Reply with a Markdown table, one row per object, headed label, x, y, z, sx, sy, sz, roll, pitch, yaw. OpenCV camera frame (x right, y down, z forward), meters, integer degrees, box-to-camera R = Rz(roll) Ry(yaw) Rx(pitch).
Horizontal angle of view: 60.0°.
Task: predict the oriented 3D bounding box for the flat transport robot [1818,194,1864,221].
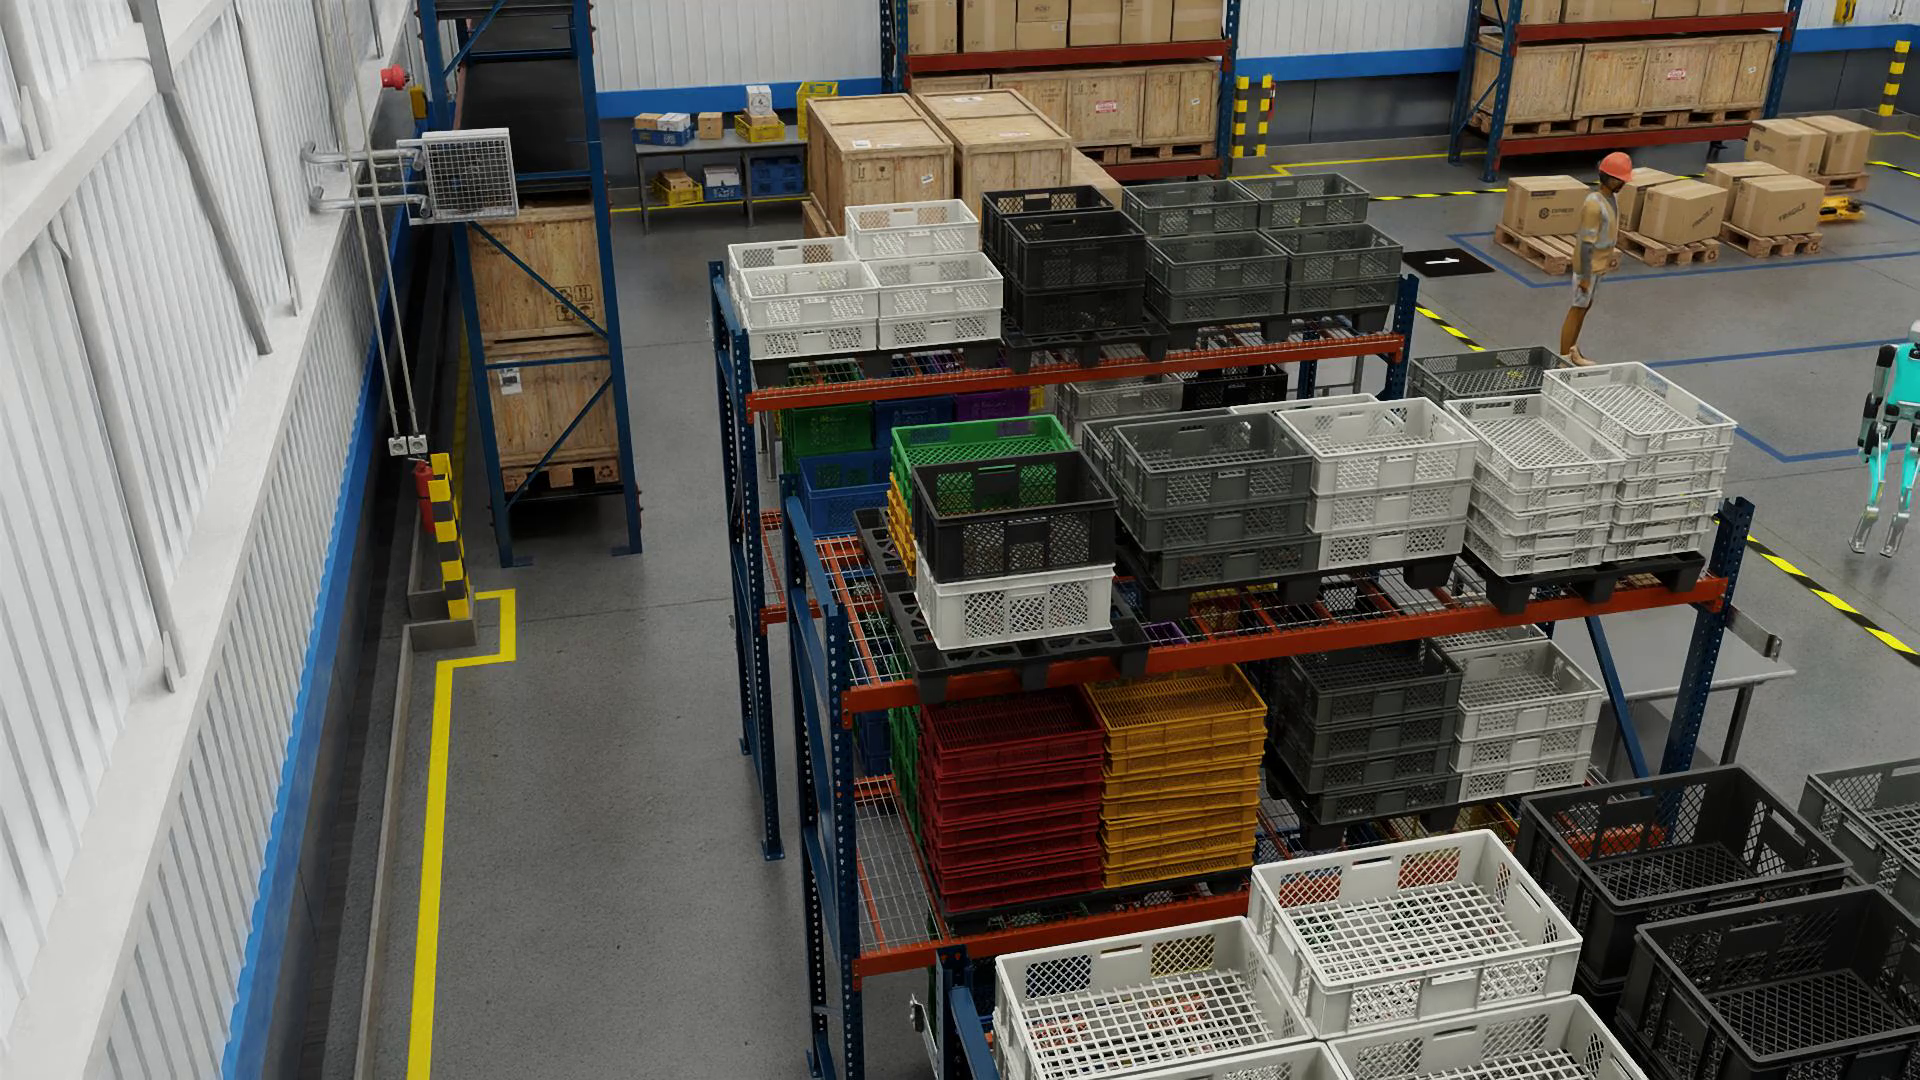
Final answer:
| label | x | y | z | sx | sy | sz | roll | pitch | yaw |
| --- | --- | --- | --- | --- | --- | --- | --- | --- | --- |
| flat transport robot | 9.997 | -4.104 | 19.803 | 0.652 | 0.197 | 1.431 | -6 | 28 | -12 |

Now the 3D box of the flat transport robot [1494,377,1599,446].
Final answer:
| label | x | y | z | sx | sy | sz | roll | pitch | yaw |
| --- | --- | --- | --- | --- | --- | --- | --- | --- | --- |
| flat transport robot | 4.780 | -1.036 | 14.013 | 0.659 | 0.231 | 1.431 | -6 | 28 | -12 |

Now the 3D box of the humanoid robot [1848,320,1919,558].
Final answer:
| label | x | y | z | sx | sy | sz | roll | pitch | yaw |
| --- | --- | --- | --- | --- | --- | --- | --- | --- | --- |
| humanoid robot | 6.515 | -0.636 | 11.533 | 0.533 | 1.677 | 0.735 | 13 | 31 | 24 |

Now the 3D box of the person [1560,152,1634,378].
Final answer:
| label | x | y | z | sx | sy | sz | roll | pitch | yaw |
| --- | --- | --- | --- | --- | --- | --- | --- | --- | --- |
| person | 5.639 | -2.434 | 14.774 | 0.389 | 2.035 | 0.604 | 17 | 32 | 29 |
